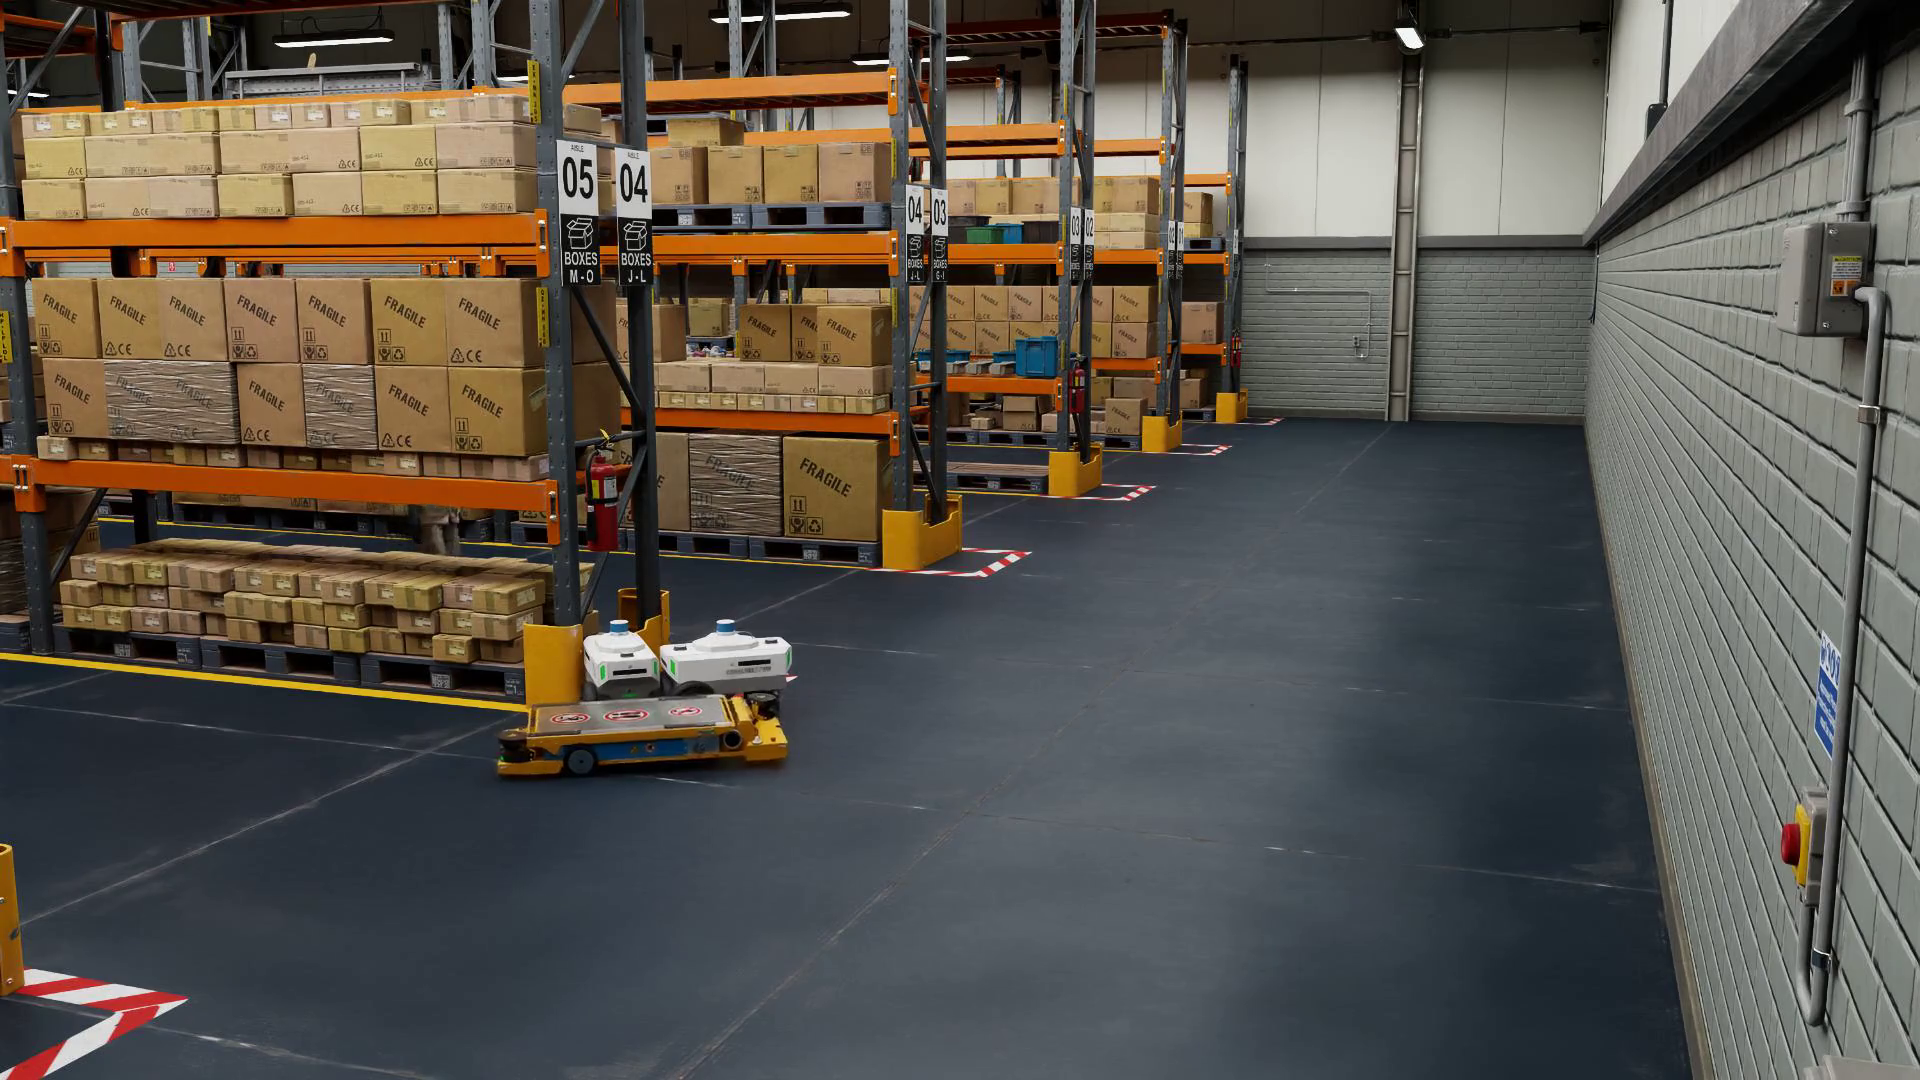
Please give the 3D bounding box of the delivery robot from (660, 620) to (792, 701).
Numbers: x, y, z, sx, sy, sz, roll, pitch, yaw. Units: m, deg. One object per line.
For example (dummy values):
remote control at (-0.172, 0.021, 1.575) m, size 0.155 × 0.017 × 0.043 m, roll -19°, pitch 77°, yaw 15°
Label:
delivery robot at (-1.309, 0.691, 9.338) m, size 0.707 × 0.478 × 0.477 m, roll -3°, pitch 10°, yaw -19°

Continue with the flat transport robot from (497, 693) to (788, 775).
flat transport robot at (-1.645, 0.994, 8.626) m, size 1.431 × 0.197 × 0.652 m, roll -2°, pitch 9°, yaw -13°

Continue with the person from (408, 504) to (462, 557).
person at (-3.669, -0.138, 11.469) m, size 0.615 × 1.625 × 0.514 m, roll 4°, pitch 10°, yaw 22°

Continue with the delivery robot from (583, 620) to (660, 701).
delivery robot at (-1.906, 0.692, 9.333) m, size 0.477 × 0.478 × 0.707 m, roll -3°, pitch 10°, yaw -20°
